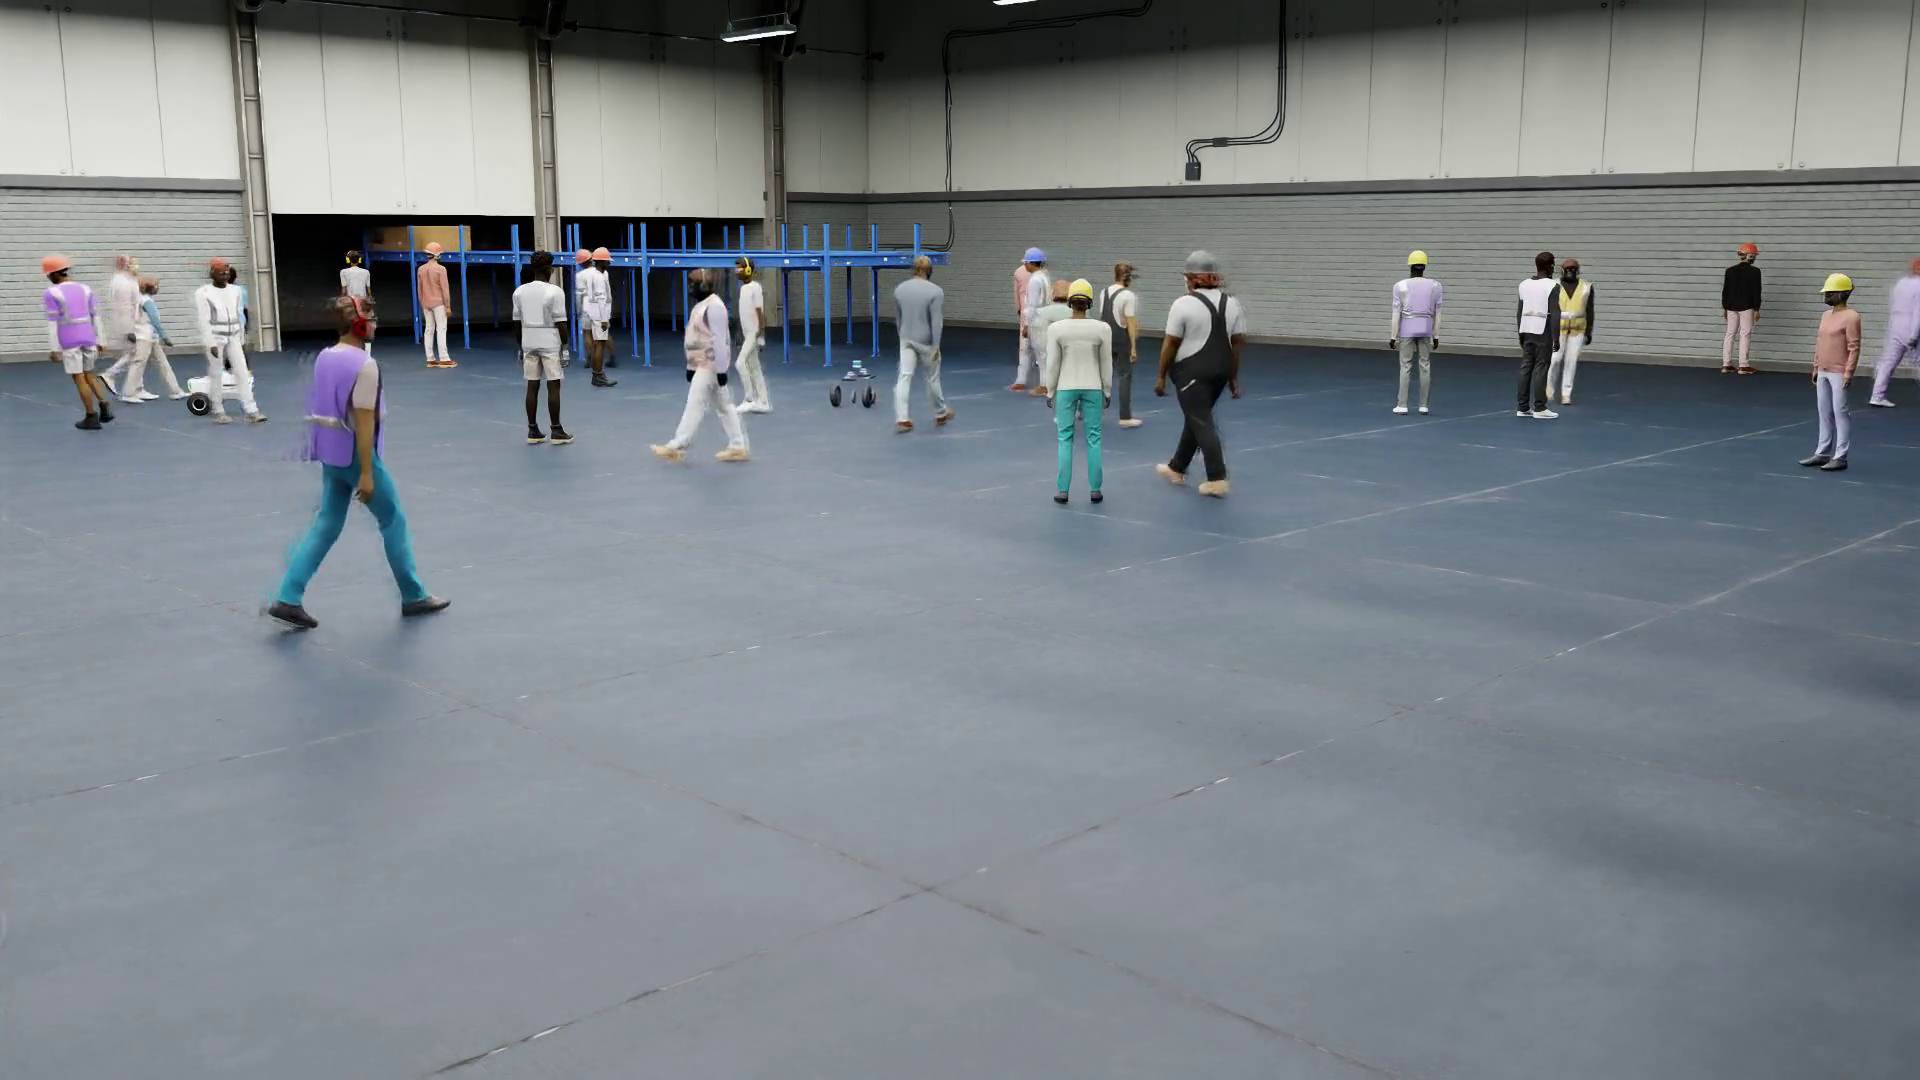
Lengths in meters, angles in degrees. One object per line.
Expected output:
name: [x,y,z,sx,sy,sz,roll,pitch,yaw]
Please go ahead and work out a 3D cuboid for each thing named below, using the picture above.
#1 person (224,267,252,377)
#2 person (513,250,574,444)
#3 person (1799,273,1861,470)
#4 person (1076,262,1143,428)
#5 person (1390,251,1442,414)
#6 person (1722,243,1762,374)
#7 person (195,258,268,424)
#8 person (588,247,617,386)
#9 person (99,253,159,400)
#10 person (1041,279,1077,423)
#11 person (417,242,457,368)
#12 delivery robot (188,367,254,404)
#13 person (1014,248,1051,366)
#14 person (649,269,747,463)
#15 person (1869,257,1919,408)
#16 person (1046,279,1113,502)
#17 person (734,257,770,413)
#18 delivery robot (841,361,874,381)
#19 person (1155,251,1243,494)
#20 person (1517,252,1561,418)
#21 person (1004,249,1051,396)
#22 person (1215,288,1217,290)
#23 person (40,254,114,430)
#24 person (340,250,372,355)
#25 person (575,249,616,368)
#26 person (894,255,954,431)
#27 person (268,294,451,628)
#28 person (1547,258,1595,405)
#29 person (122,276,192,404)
person: [-10.713,-3.177,24.406,0.875,1.644,0.533,4,11,21]
person: [-4.251,-1.970,16.973,0.612,1.963,0.363,4,11,20]
person: [7.906,-1.522,15.078,0.328,1.767,0.531,-1,10,-5]
person: [1.652,-2.164,18.464,0.534,1.815,0.768,-9,14,-41]
person: [5.400,-2.459,19.747,0.594,1.924,0.373,0,10,-2]
person: [12.035,-3.563,25.586,0.389,1.990,0.622,-6,12,-30]
person: [-8.185,-2.207,18.588,0.897,1.844,0.589,7,13,35]
person: [-5.055,-3.156,23.518,0.376,1.935,0.550,-4,11,-21]
person: [-10.741,-2.737,21.373,0.578,1.887,0.673,-5,12,-27]
person: [1.164,-2.095,18.576,0.517,1.618,0.519,0,10,-3]
person: [-8.424,-3.775,26.735,0.609,1.996,0.383,5,12,27]
delivery robot: [-8.864,-1.838,19.967,0.707,0.478,0.477,-3,11,-17]
person: [1.202,-3.797,27.098,0.641,1.908,0.407,6,12,30]
person: [-2.442,-1.617,15.523,0.959,1.789,0.646,-3,11,-17]
person: [11.745,-2.541,20.396,1.021,1.851,0.654,0,10,-2]
person: [0.945,-1.185,13.239,0.533,1.768,0.311,0,10,-3]
person: [-2.561,-2.435,19.814,0.645,1.844,0.565,-5,12,-27]
delivery robot: [-1.296,-2.135,20.874,0.335,0.223,0.698,3,11,14]
person: [1.966,-1.407,13.816,0.696,2.000,1.067,-7,13,-35]
person: [6.737,-2.386,19.372,0.380,1.918,0.596,-5,12,-27]
person: [0.871,-2.868,21.973,0.786,1.922,0.638,2,11,9]
person: [3.753,-3.379,25.547,0.308,1.641,0.514,-10,14,-43]
person: [-9.714,-2.158,18.190,0.470,1.900,0.577,4,11,22]
person: [-10.132,-3.918,27.915,0.516,1.856,0.319,-8,13,-37]
person: [-5.847,-3.696,26.618,0.617,1.889,0.366,-7,13,-35]
person: [-0.419,-2.156,18.200,0.651,1.884,1.013,5,12,27]
person: [-3.336,-0.431,9.051,0.578,1.801,0.986,9,14,41]
person: [7.625,-2.615,20.888,0.628,1.829,0.454,2,11,11]
person: [-10.218,-2.525,21.008,0.839,1.590,0.497,-5,11,-25]
